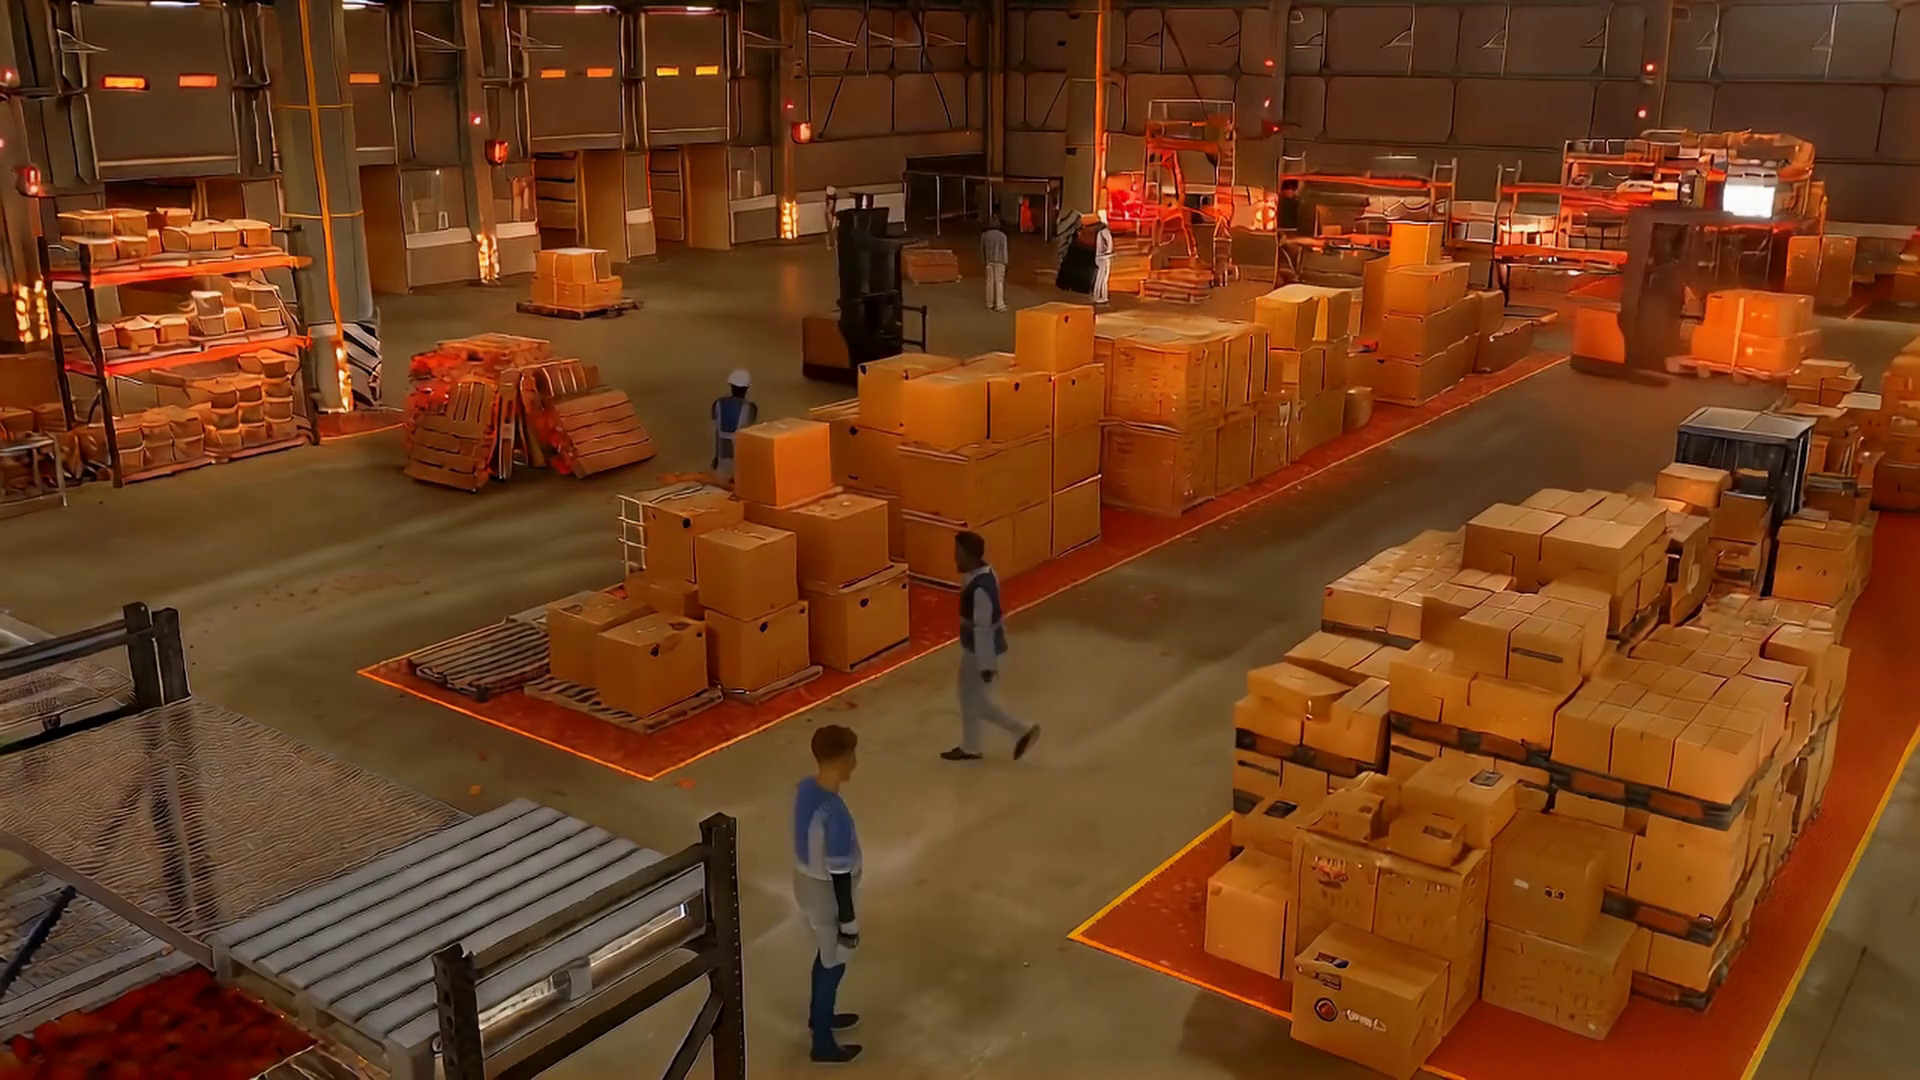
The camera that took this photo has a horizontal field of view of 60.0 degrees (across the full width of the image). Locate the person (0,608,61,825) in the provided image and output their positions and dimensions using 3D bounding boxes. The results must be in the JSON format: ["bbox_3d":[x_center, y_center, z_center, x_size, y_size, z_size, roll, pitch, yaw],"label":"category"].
[{"bbox_3d":[-6.242,1.345,10.924,0.630,1.940,0.372,-8,19,-26],"label":"person"}]

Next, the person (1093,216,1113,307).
[{"bbox_3d":[3.010,-5.830,34.800,0.354,1.876,0.574,12,20,34],"label":"person"}]

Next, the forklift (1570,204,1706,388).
[{"bbox_3d":[11.199,-4.058,27.210,1.129,2.768,1.873,-11,20,-32],"label":"forklift"}]

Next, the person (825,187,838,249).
[{"bbox_3d":[-3.445,-8.586,44.321,0.308,1.638,0.511,-6,18,-19],"label":"person"}]

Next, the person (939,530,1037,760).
[{"bbox_3d":[0.208,0.827,12.721,0.660,1.895,0.591,-1,17,-4],"label":"person"}]

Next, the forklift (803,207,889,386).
[{"bbox_3d":[-1.552,-3.926,26.774,1.873,2.768,1.129,12,21,35],"label":"forklift"}]

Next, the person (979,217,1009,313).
[{"bbox_3d":[0.695,-5.626,34.008,0.627,1.940,0.377,7,18,21],"label":"person"}]

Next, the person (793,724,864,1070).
[{"bbox_3d":[-0.694,1.920,8.996,0.392,1.954,0.617,-5,18,-18],"label":"person"}]

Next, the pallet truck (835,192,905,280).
[{"bbox_3d":[-1.936,-7.159,38.982,1.885,1.965,0.823,-12,21,-34],"label":"pallet truck"}]

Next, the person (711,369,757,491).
[{"bbox_3d":[-2.554,-0.976,18.728,0.564,1.889,0.960,6,18,20],"label":"person"}]
